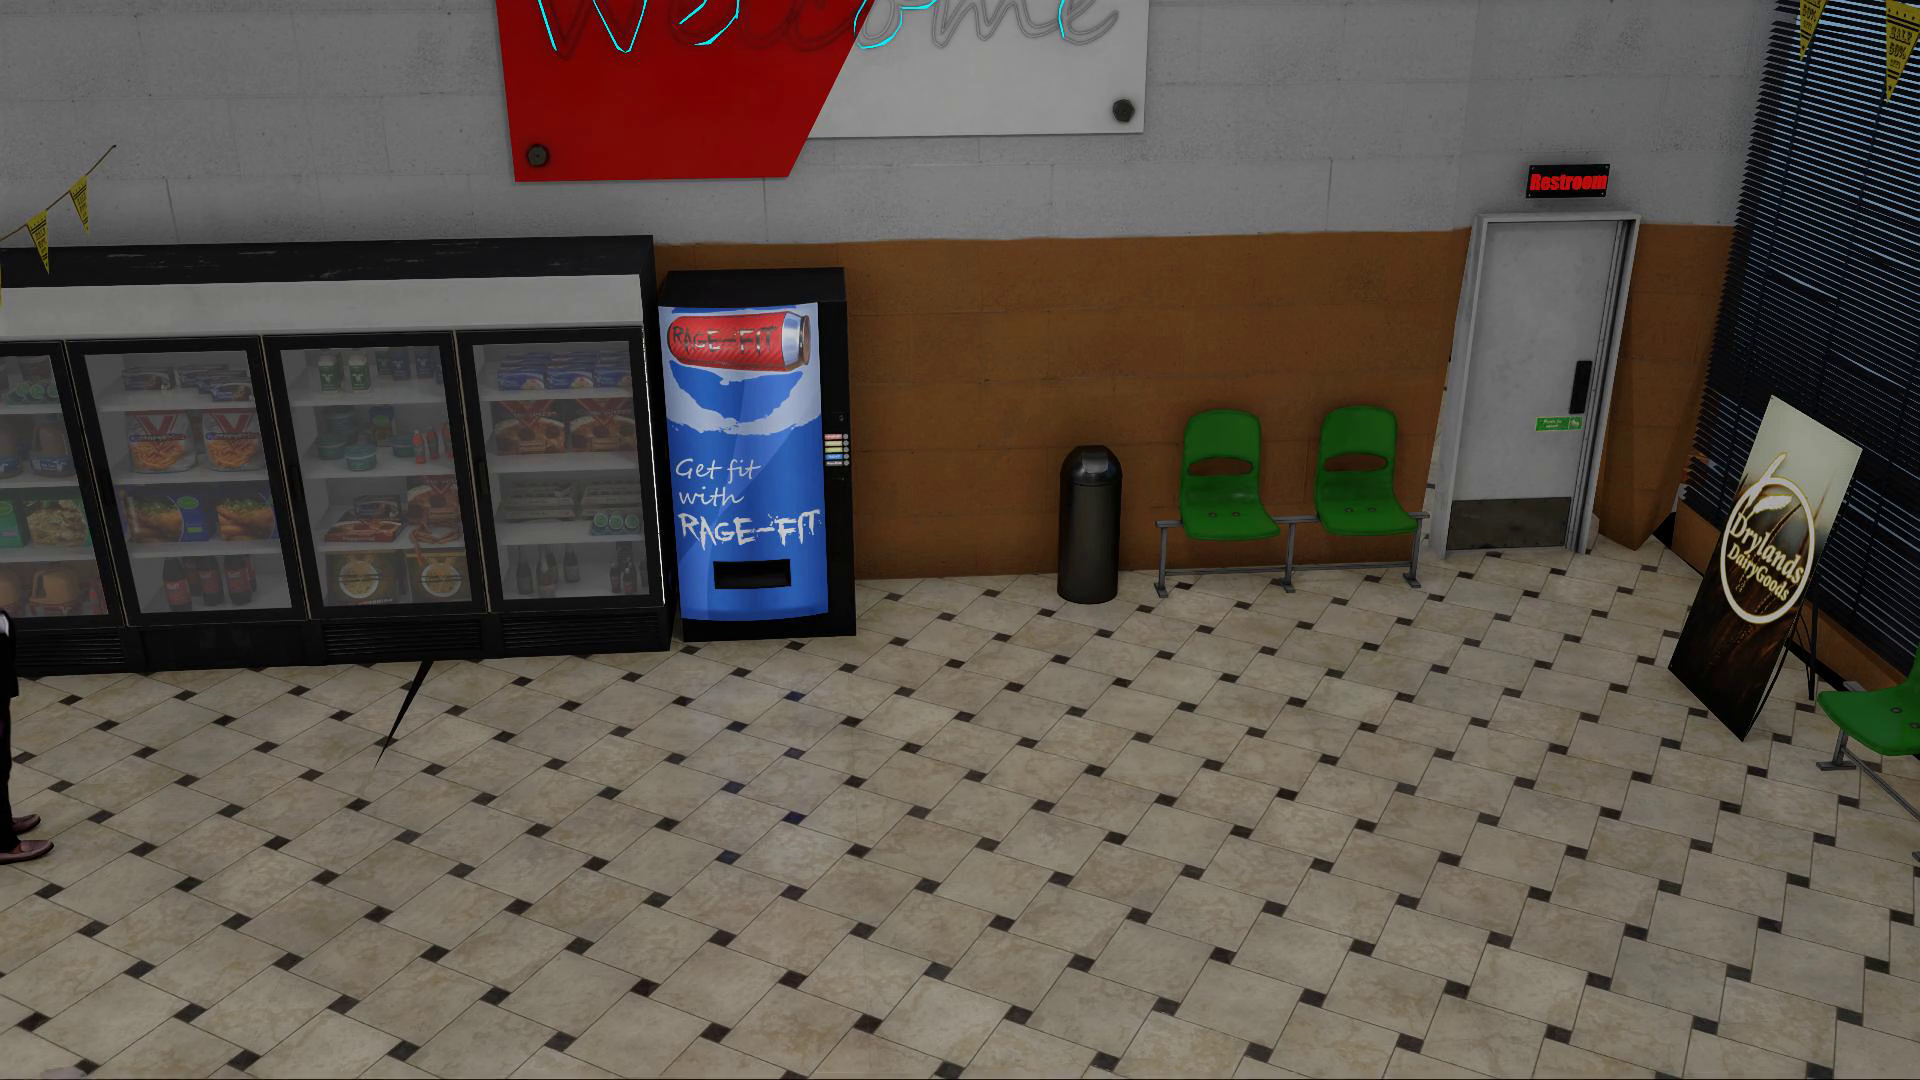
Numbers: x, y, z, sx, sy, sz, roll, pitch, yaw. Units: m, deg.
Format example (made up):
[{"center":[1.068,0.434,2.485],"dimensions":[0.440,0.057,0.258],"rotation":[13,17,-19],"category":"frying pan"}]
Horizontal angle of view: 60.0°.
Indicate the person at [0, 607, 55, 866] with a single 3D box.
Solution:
[{"center":[-4.578,0.736,7.733],"dimensions":[0.829,1.615,0.735],"rotation":[-16,28,-33],"category":"person"}]
